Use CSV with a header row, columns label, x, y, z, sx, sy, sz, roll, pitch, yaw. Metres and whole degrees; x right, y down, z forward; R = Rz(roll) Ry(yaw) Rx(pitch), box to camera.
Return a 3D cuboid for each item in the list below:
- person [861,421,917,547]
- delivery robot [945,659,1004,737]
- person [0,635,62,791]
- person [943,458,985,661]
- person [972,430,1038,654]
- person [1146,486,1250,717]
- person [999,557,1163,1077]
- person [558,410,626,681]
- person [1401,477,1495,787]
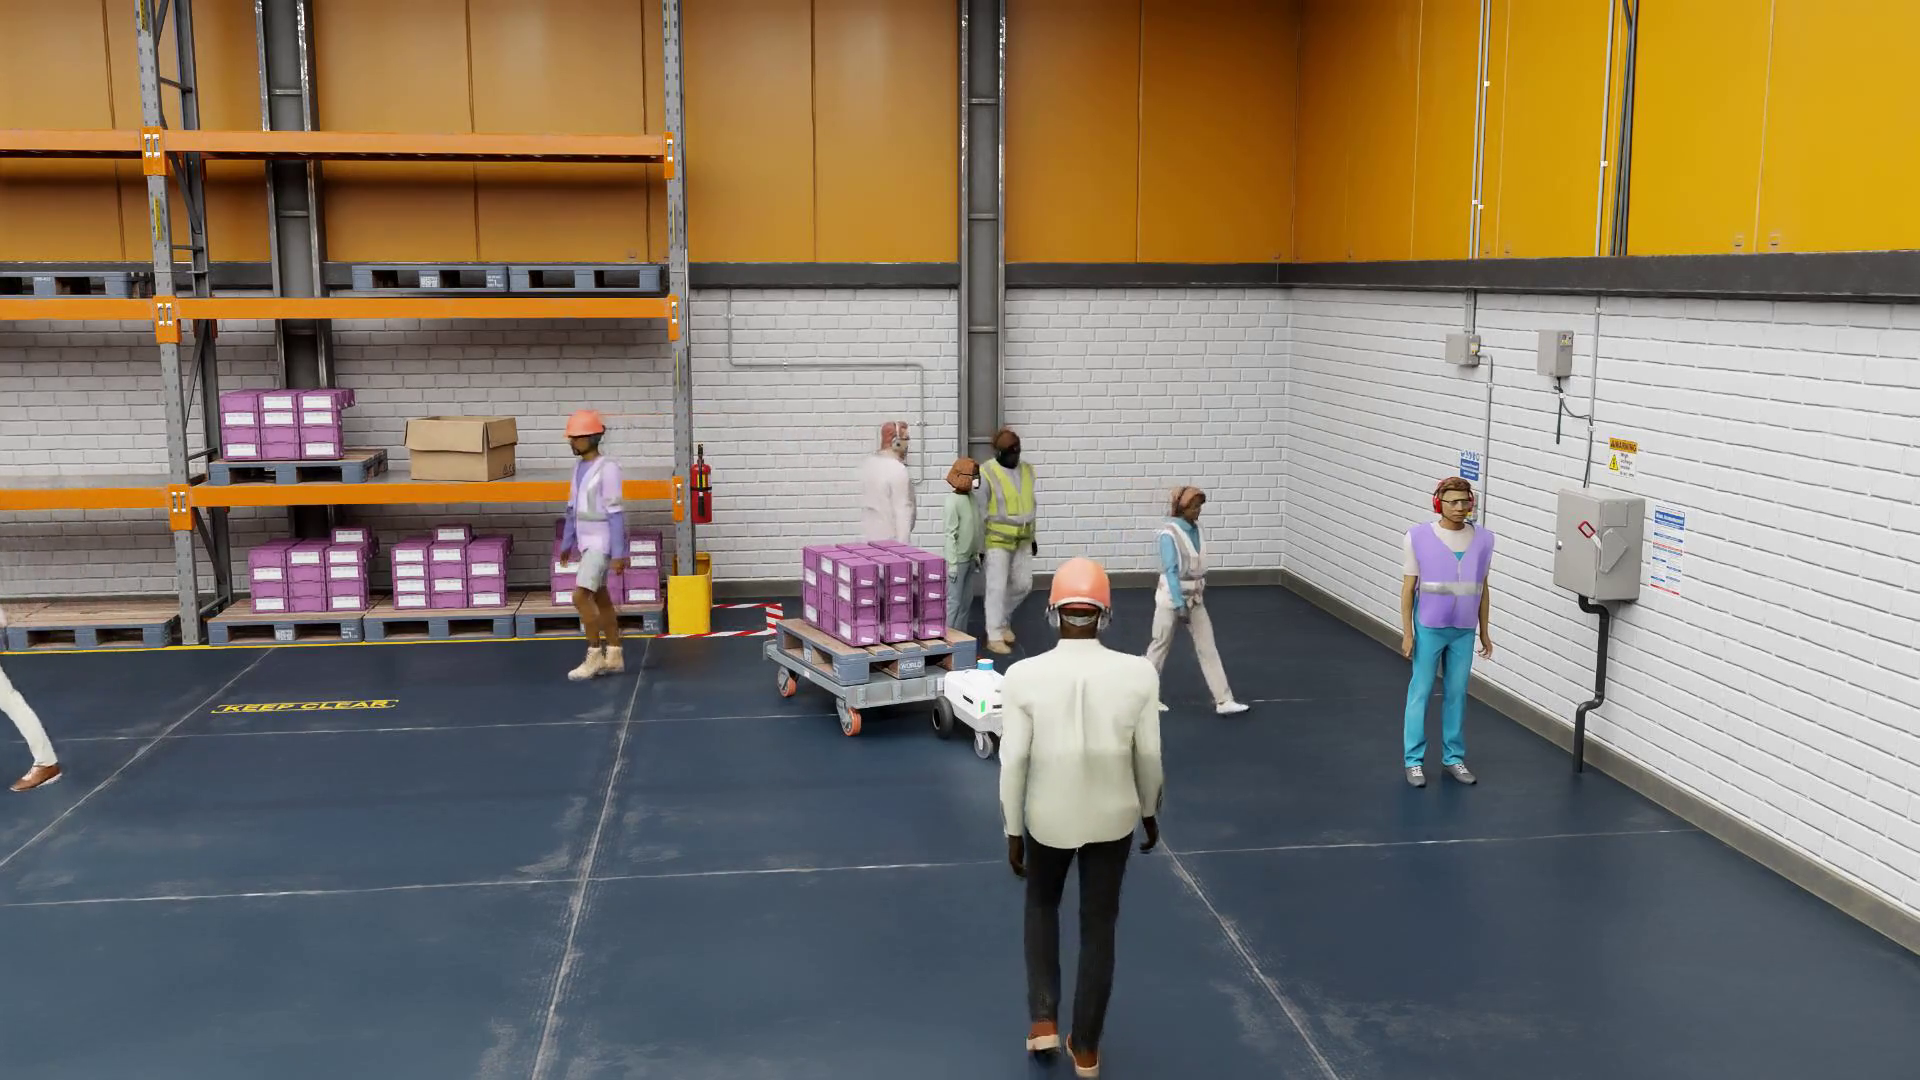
label,x,y,z,sx,sy,sz,roll,pitch,yaw
person,-0.613,-0.002,13.166,0.699,1.883,0.649,-5,10,-28
delivery robot,0.163,1.008,10.659,0.477,0.478,0.707,-3,10,-20
person,-5.746,0.608,9.558,1.002,1.804,0.545,-7,11,-36
person,0.018,0.170,12.861,0.280,1.624,0.494,4,10,23
person,0.322,0.008,13.287,0.666,1.813,0.586,-7,12,-39
person,1.551,0.429,11.315,0.843,1.589,0.529,8,12,42
person,0.462,1.043,6.308,0.622,1.977,0.448,0,9,3
person,-2.807,0.045,12.402,0.676,2.018,0.624,-7,11,-36
person,2.882,0.535,9.883,0.563,1.847,0.390,-2,9,-10
